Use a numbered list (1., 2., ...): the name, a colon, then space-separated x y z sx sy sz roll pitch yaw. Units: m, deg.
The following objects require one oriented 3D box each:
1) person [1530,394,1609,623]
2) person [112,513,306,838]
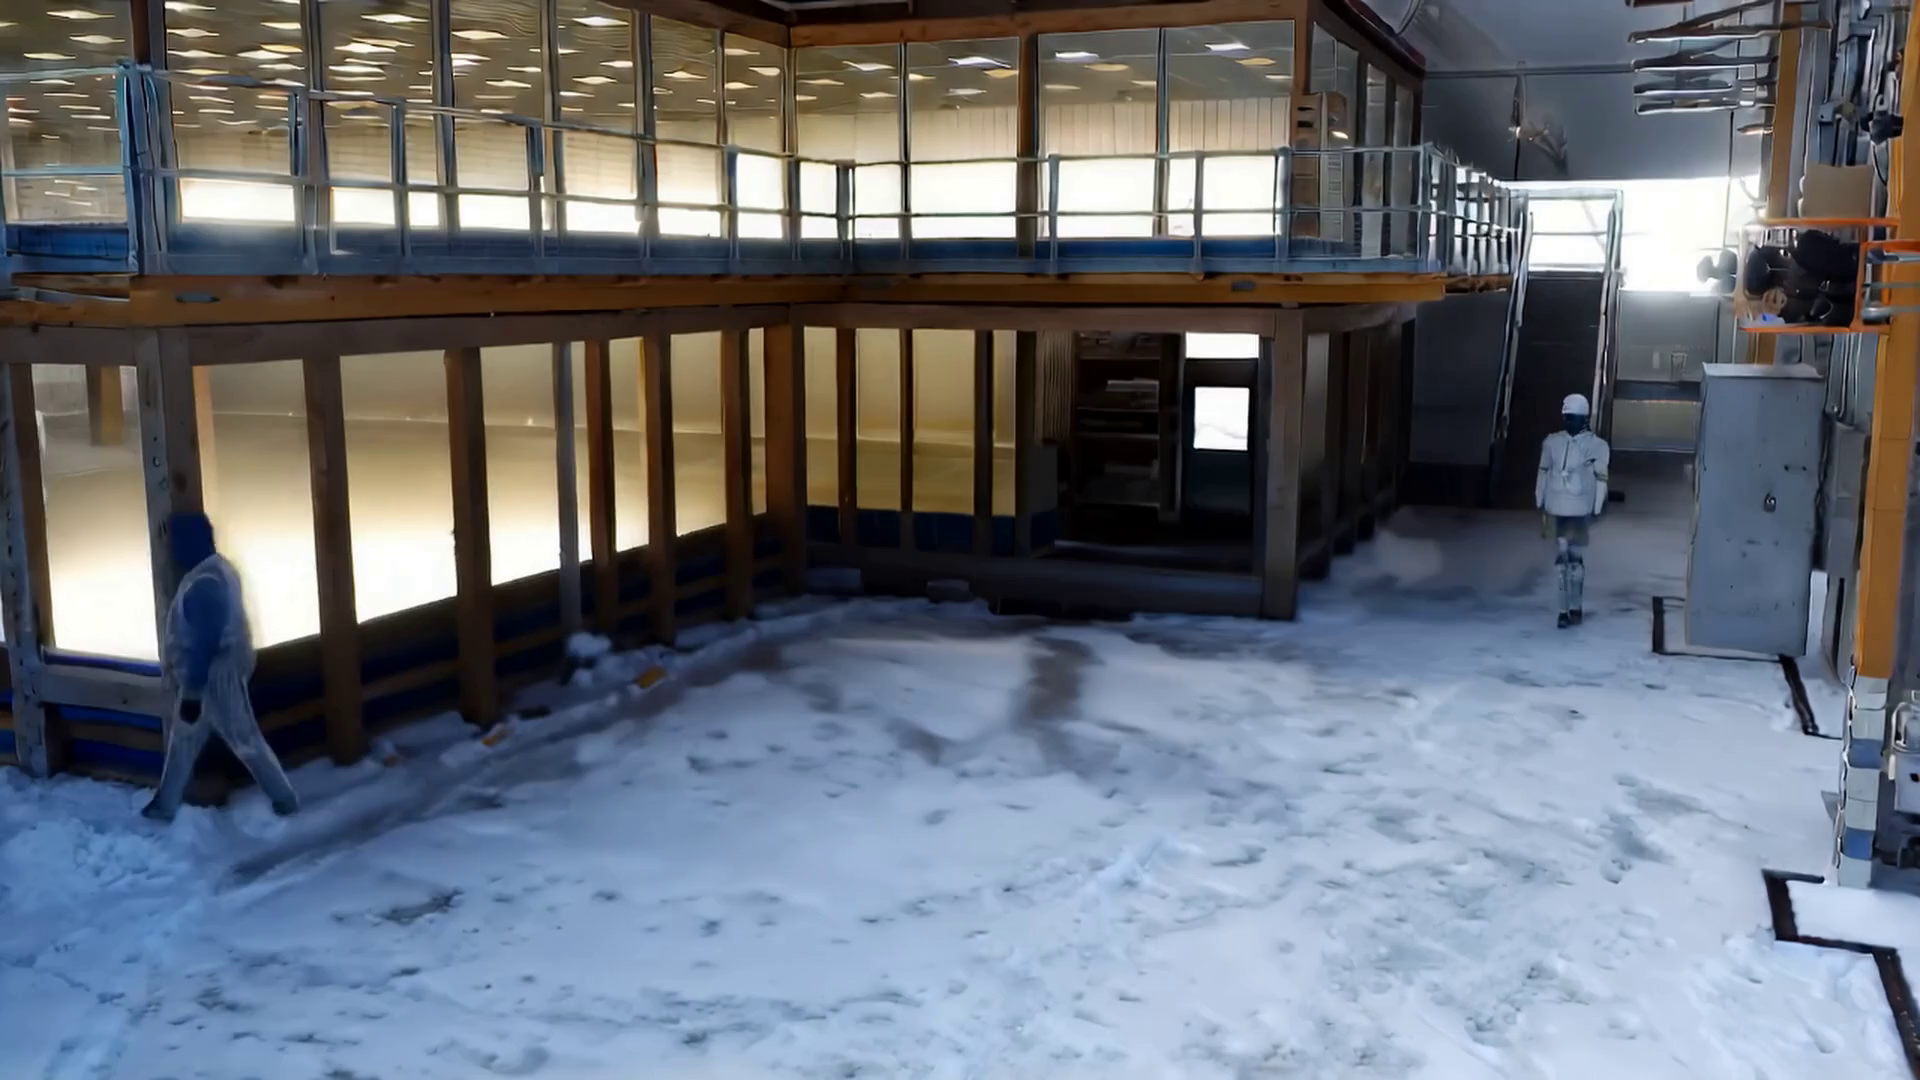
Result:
1. person: 5.311 -0.278 14.500 0.613 1.997 0.374 8 12 41
2. person: -4.031 0.741 8.893 0.979 1.784 0.639 -4 10 -22
